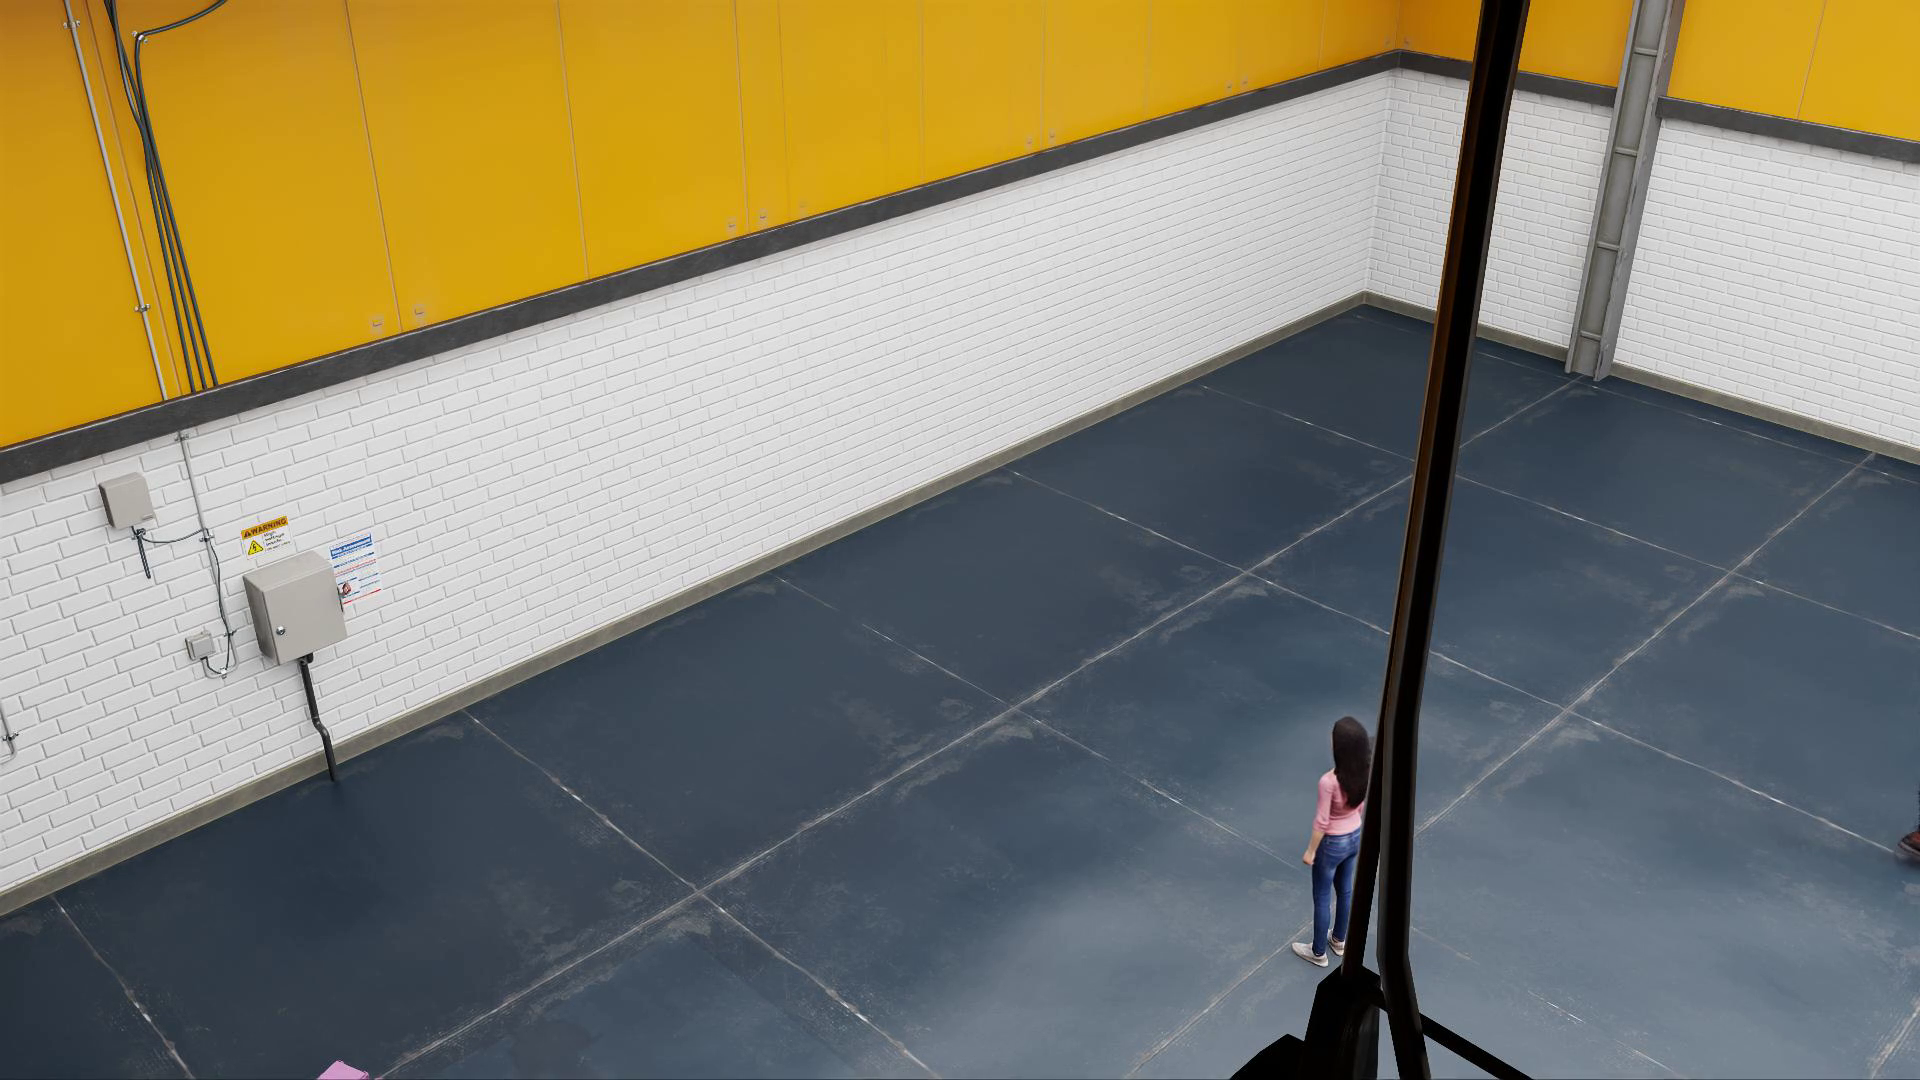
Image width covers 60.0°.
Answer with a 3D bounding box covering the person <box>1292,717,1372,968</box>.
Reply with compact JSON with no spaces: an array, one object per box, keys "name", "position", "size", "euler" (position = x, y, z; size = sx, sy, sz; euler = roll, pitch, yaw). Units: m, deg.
[{"name":"person","position":[2.251,1.799,9.934],"size":[0.607,1.743,0.561],"euler":[-18,34,-30]}]
